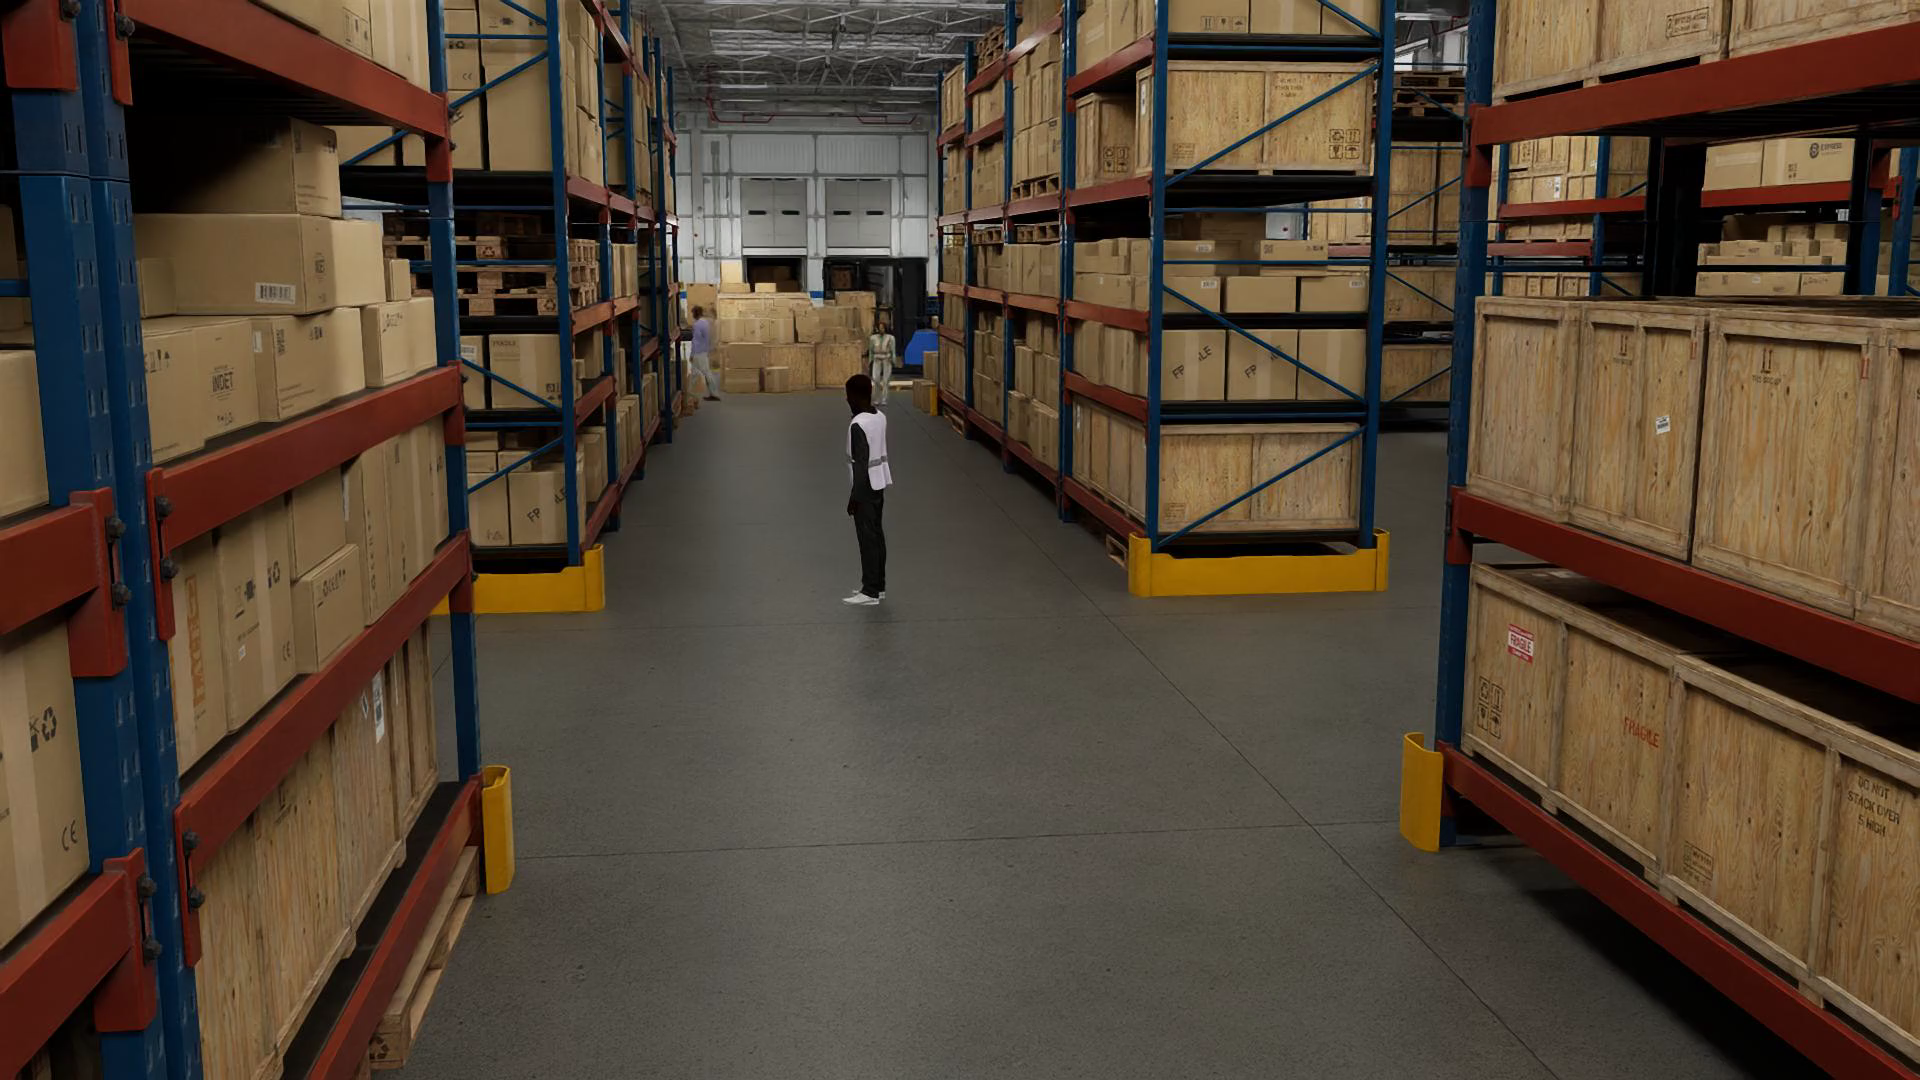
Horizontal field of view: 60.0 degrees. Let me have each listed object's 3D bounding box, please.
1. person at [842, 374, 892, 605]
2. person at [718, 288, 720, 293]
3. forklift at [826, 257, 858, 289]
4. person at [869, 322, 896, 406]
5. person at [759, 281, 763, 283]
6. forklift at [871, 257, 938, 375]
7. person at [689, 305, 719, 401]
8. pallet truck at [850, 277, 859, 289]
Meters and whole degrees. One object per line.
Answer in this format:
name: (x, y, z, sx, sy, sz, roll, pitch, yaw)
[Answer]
person: (-0.772, -0.416, 13.798, 0.392, 1.915, 0.587, 2, 10, 13)
person: (-9.306, -9.084, 65.139, 0.525, 1.617, 0.705, 7, 12, 34)
forklift: (-3.358, -6.666, 47.375, 1.129, 2.768, 1.873, -1, 10, -7)
person: (-1.496, -3.354, 31.751, 0.546, 1.606, 0.745, 1, 10, 6)
person: (-7.007, -8.179, 58.921, 0.372, 1.940, 0.627, -2, 10, -12)
forklift: (-1.041, -5.314, 39.502, 1.873, 2.768, 1.129, 3, 10, 18)
person: (-5.238, -3.685, 32.893, 0.985, 1.888, 0.655, 1, 10, 4)
pallet truck: (-3.782, -9.391, 65.808, 1.885, 1.965, 0.823, 2, 10, 10)
